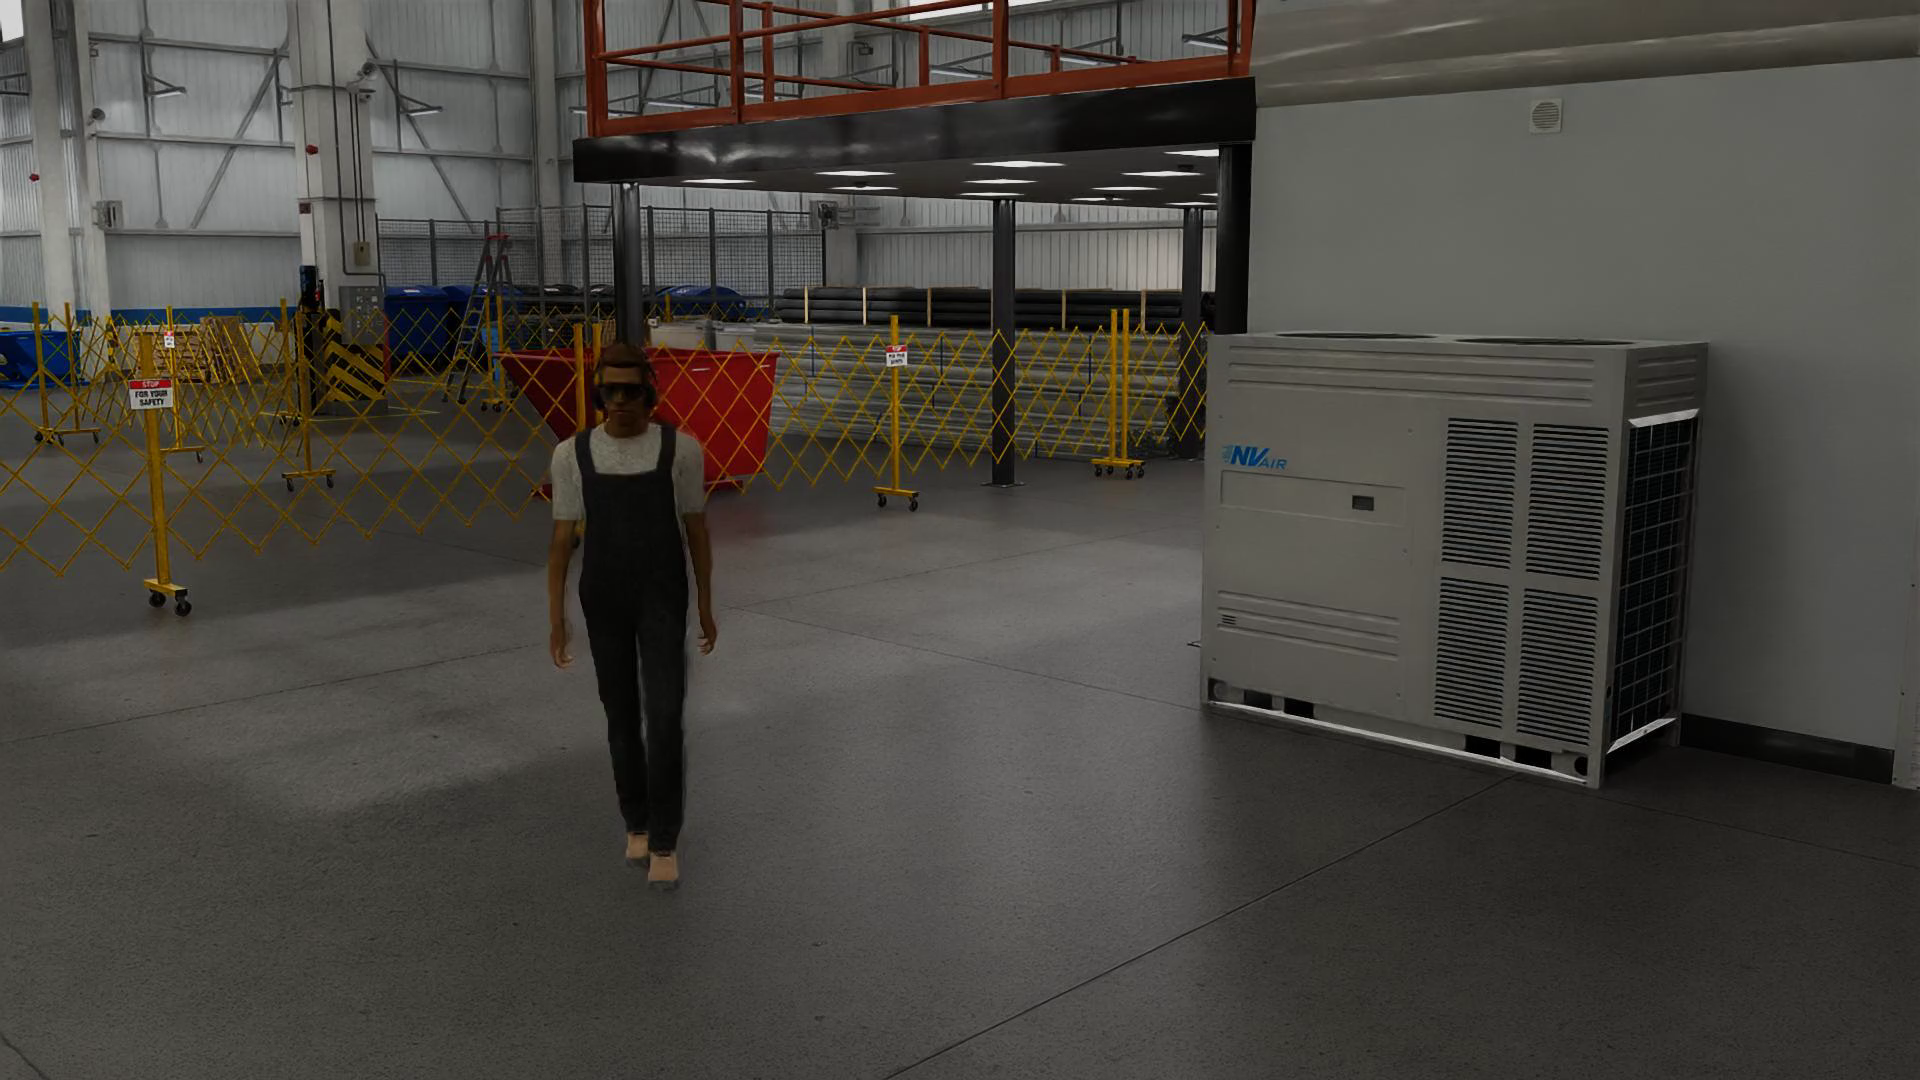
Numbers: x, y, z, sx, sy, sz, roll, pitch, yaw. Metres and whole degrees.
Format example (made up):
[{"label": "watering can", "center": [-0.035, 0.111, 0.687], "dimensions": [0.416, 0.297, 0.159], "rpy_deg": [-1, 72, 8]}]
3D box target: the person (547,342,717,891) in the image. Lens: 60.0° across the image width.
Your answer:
[{"label": "person", "center": [-1.101, 0.264, 5.551], "dimensions": [0.549, 1.821, 0.730], "rpy_deg": [-1, 9, -5]}]
